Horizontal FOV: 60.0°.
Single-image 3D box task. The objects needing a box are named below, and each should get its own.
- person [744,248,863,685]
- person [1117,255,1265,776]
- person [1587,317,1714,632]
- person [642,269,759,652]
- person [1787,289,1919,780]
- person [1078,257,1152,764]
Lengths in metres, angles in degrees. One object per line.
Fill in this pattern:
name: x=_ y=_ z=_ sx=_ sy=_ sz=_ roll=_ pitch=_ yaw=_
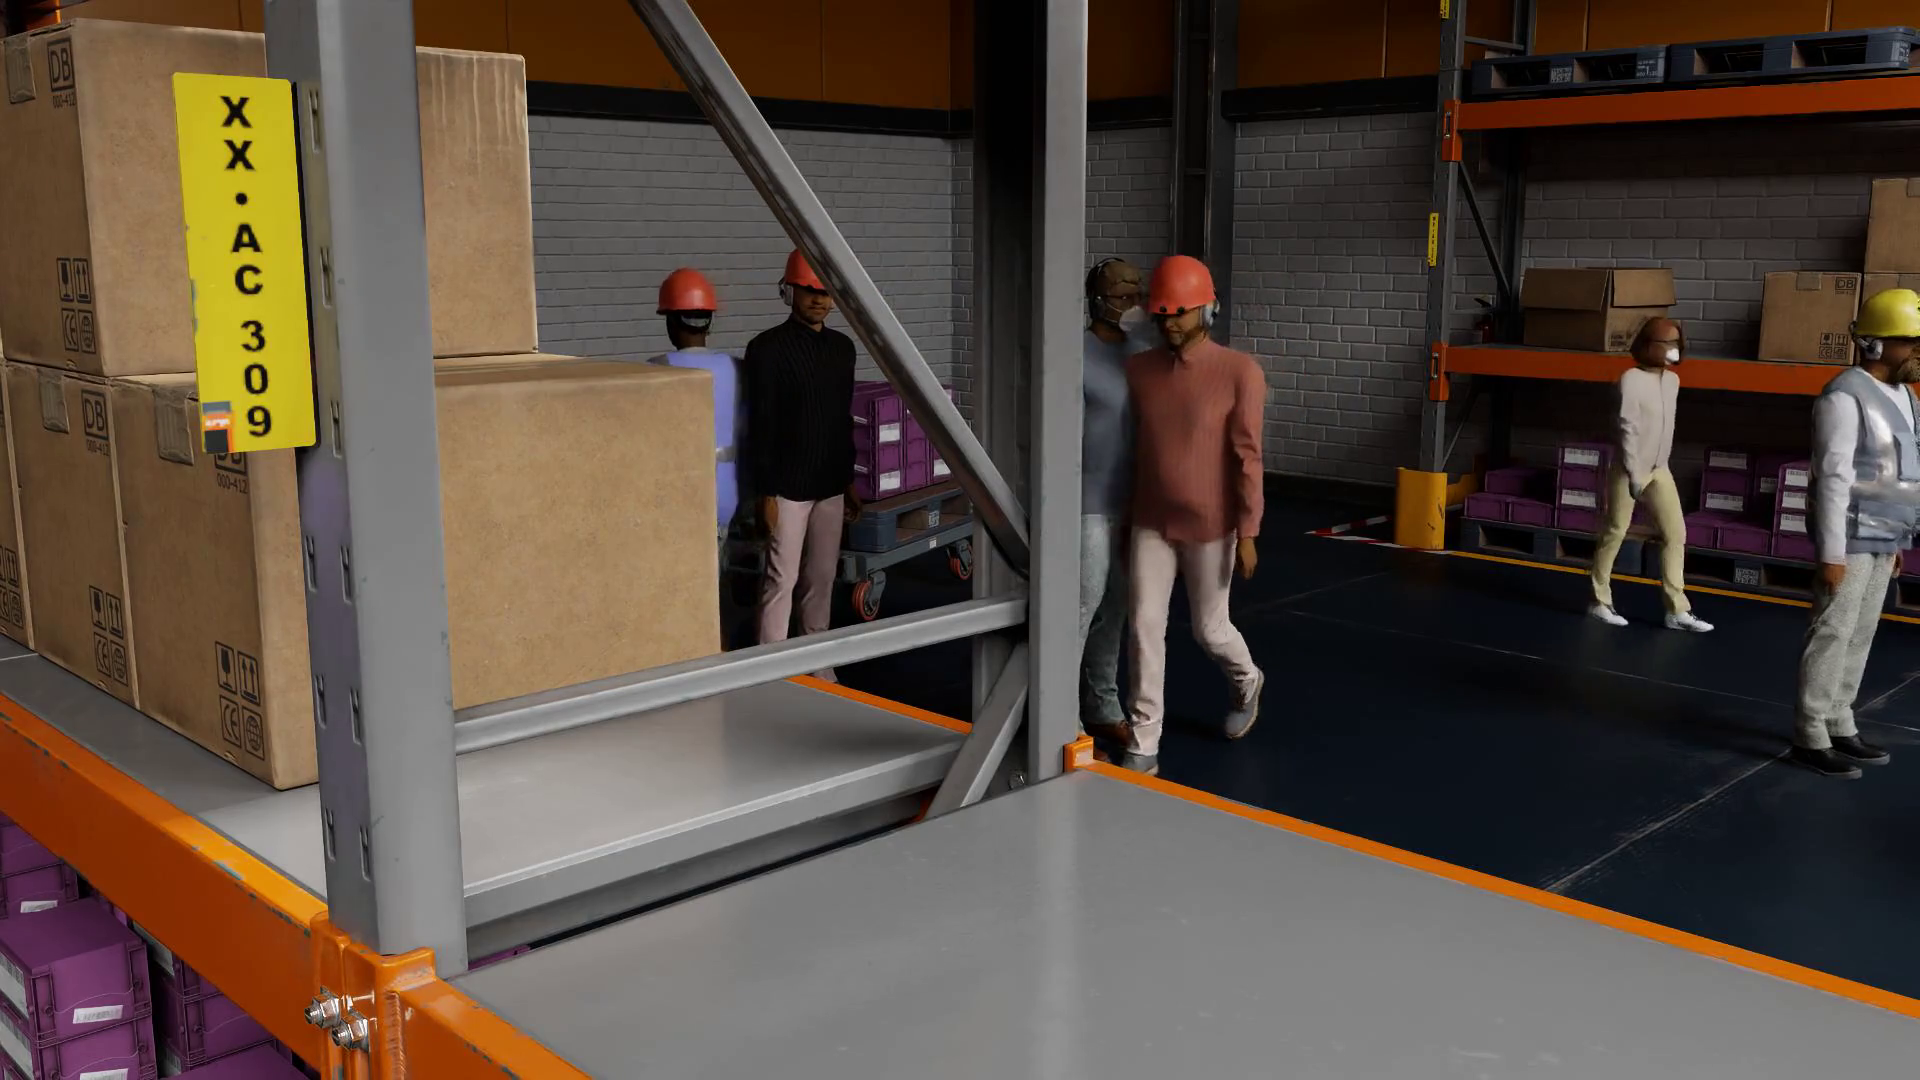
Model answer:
person: x=-0.627 y=-0.228 z=6.923 sx=0.392 sy=1.991 sz=0.613 roll=8 pitch=13 yaw=38
person: x=0.876 y=-0.087 z=6.252 sx=0.633 sy=1.961 sz=0.844 roll=7 pitch=12 yaw=32
person: x=3.542 y=-0.317 z=8.458 sx=0.500 sy=1.605 sz=0.740 roll=-6 pitch=12 yaw=-29
person: x=-1.104 y=-0.154 z=6.814 sx=0.561 sy=1.883 sz=0.989 roll=-8 pitch=13 yaw=-36
person: x=3.402 y=-0.016 z=6.250 sx=0.615 sy=1.827 sz=0.404 roll=-9 pitch=13 yaw=-39
person: x=0.554 y=-0.103 z=6.387 sx=0.375 sy=1.939 sz=0.628 roll=9 pitch=14 yaw=41
